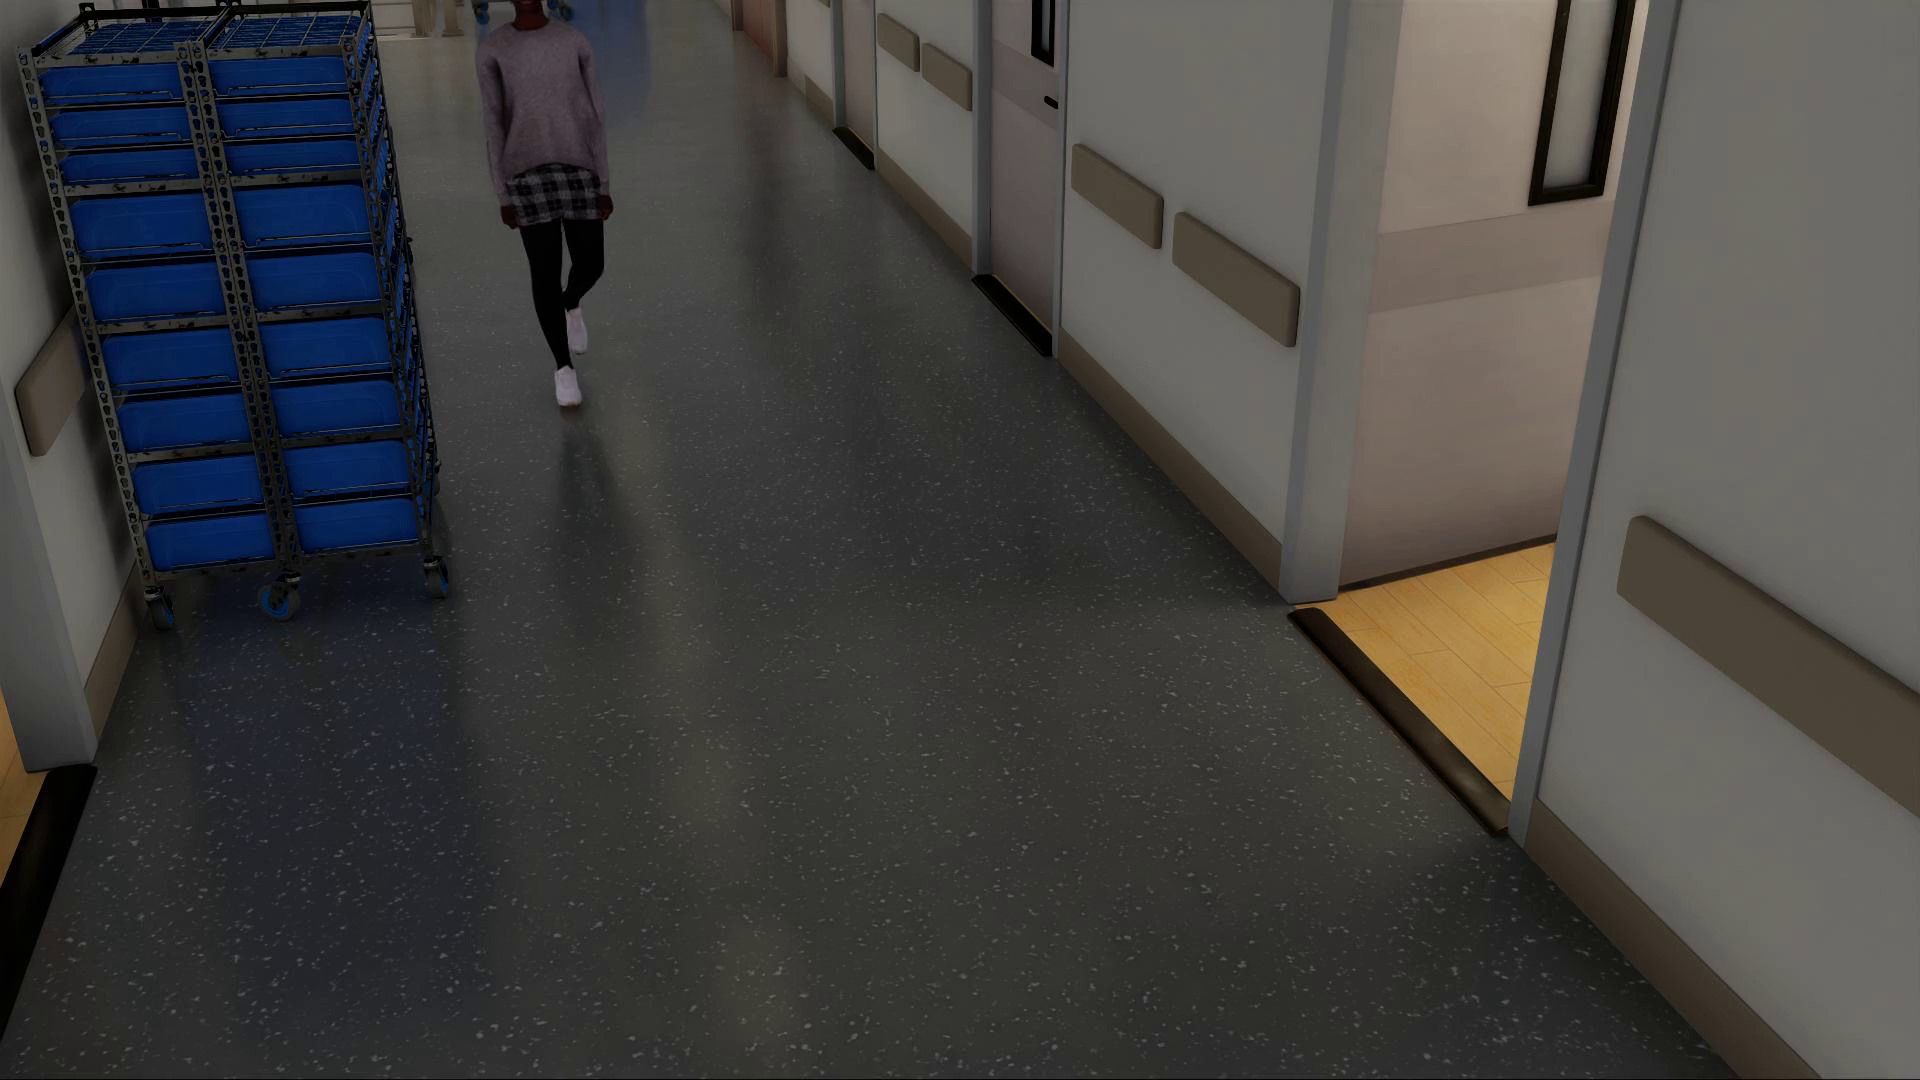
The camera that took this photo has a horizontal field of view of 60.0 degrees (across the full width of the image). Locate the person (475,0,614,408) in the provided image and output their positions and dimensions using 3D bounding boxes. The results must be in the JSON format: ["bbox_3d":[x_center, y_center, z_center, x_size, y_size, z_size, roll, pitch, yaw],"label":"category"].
[{"bbox_3d":[-1.635,-1.446,6.642,0.665,1.761,0.906,-9,27,-18],"label":"person"}]
